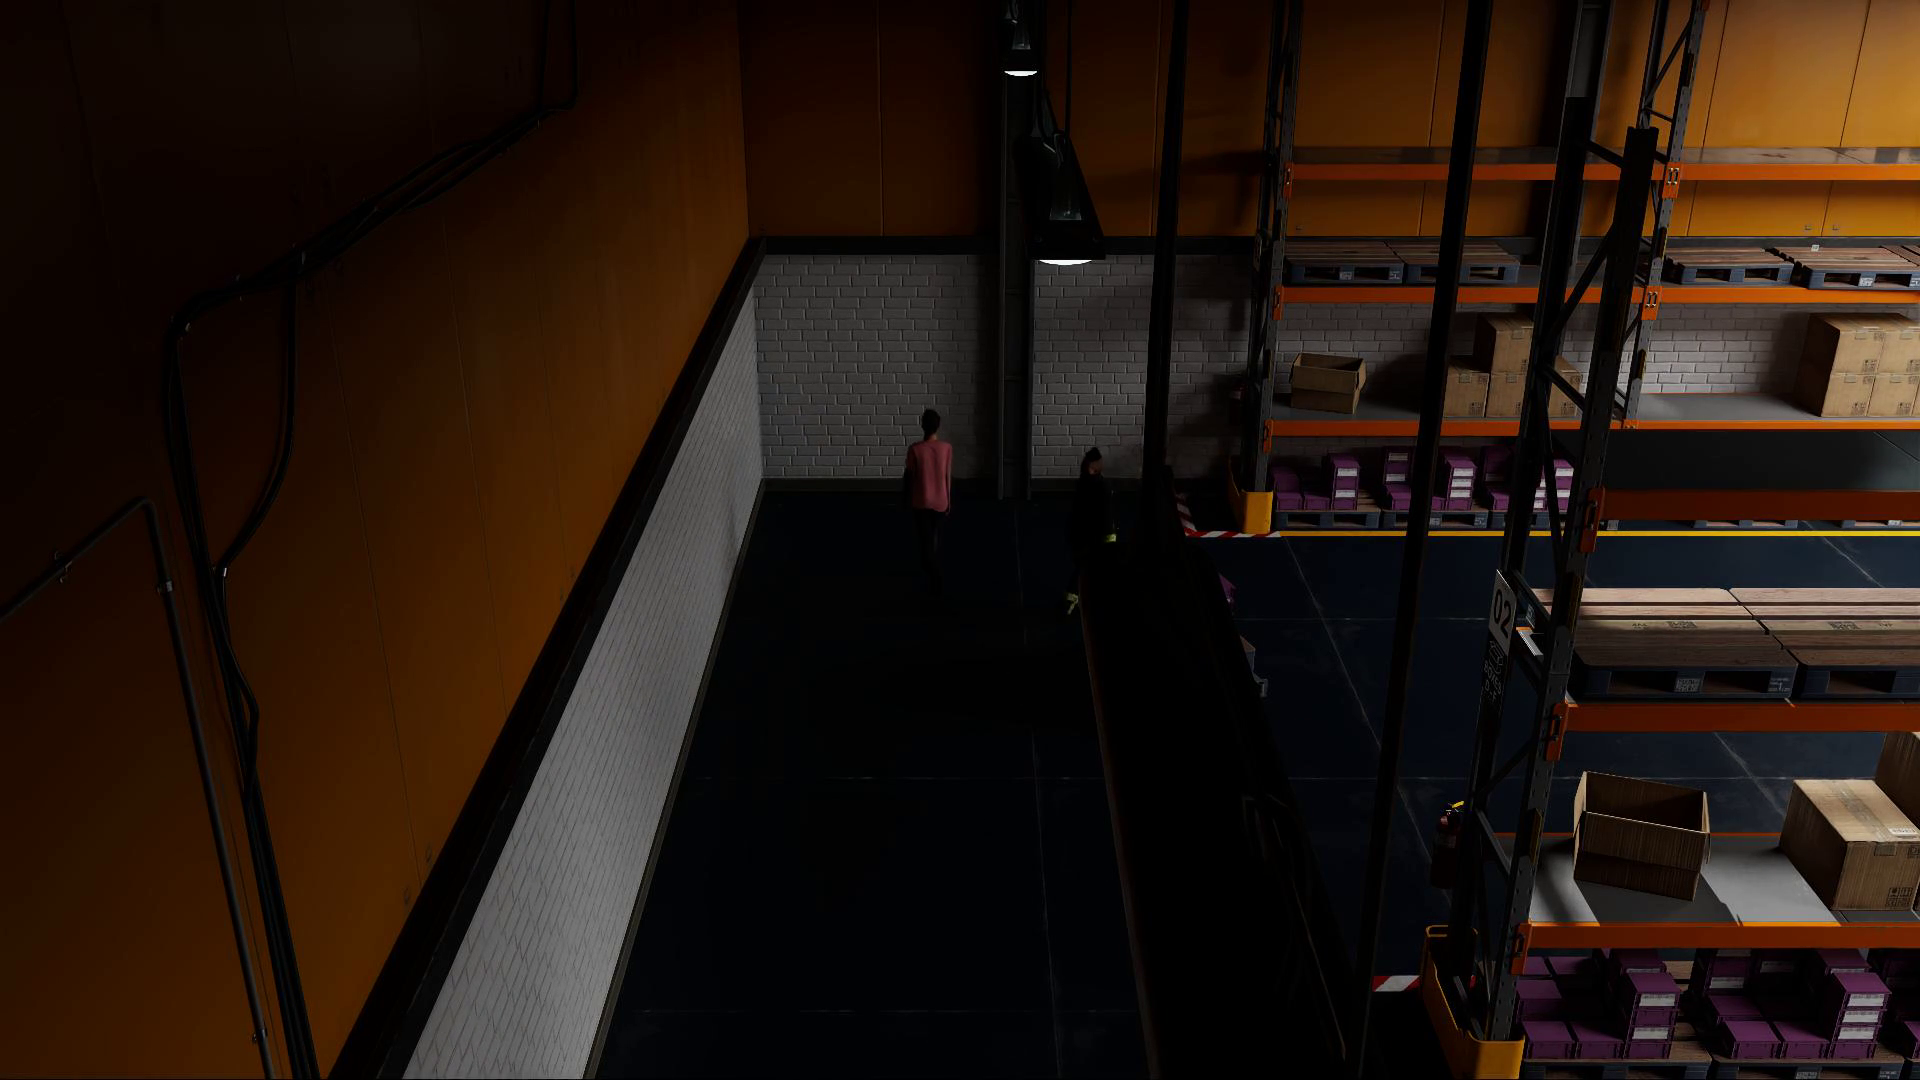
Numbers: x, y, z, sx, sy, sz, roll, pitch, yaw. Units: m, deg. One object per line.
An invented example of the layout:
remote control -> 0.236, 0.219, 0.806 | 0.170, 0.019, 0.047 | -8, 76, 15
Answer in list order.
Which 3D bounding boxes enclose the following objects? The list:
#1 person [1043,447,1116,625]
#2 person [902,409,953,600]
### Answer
person -> 1.384, -0.033, 16.268 | 1.218, 1.828, 0.982 | -6, 24, -14
person -> -0.301, -0.318, 16.823 | 1.265, 1.905, 0.989 | -7, 25, -16
